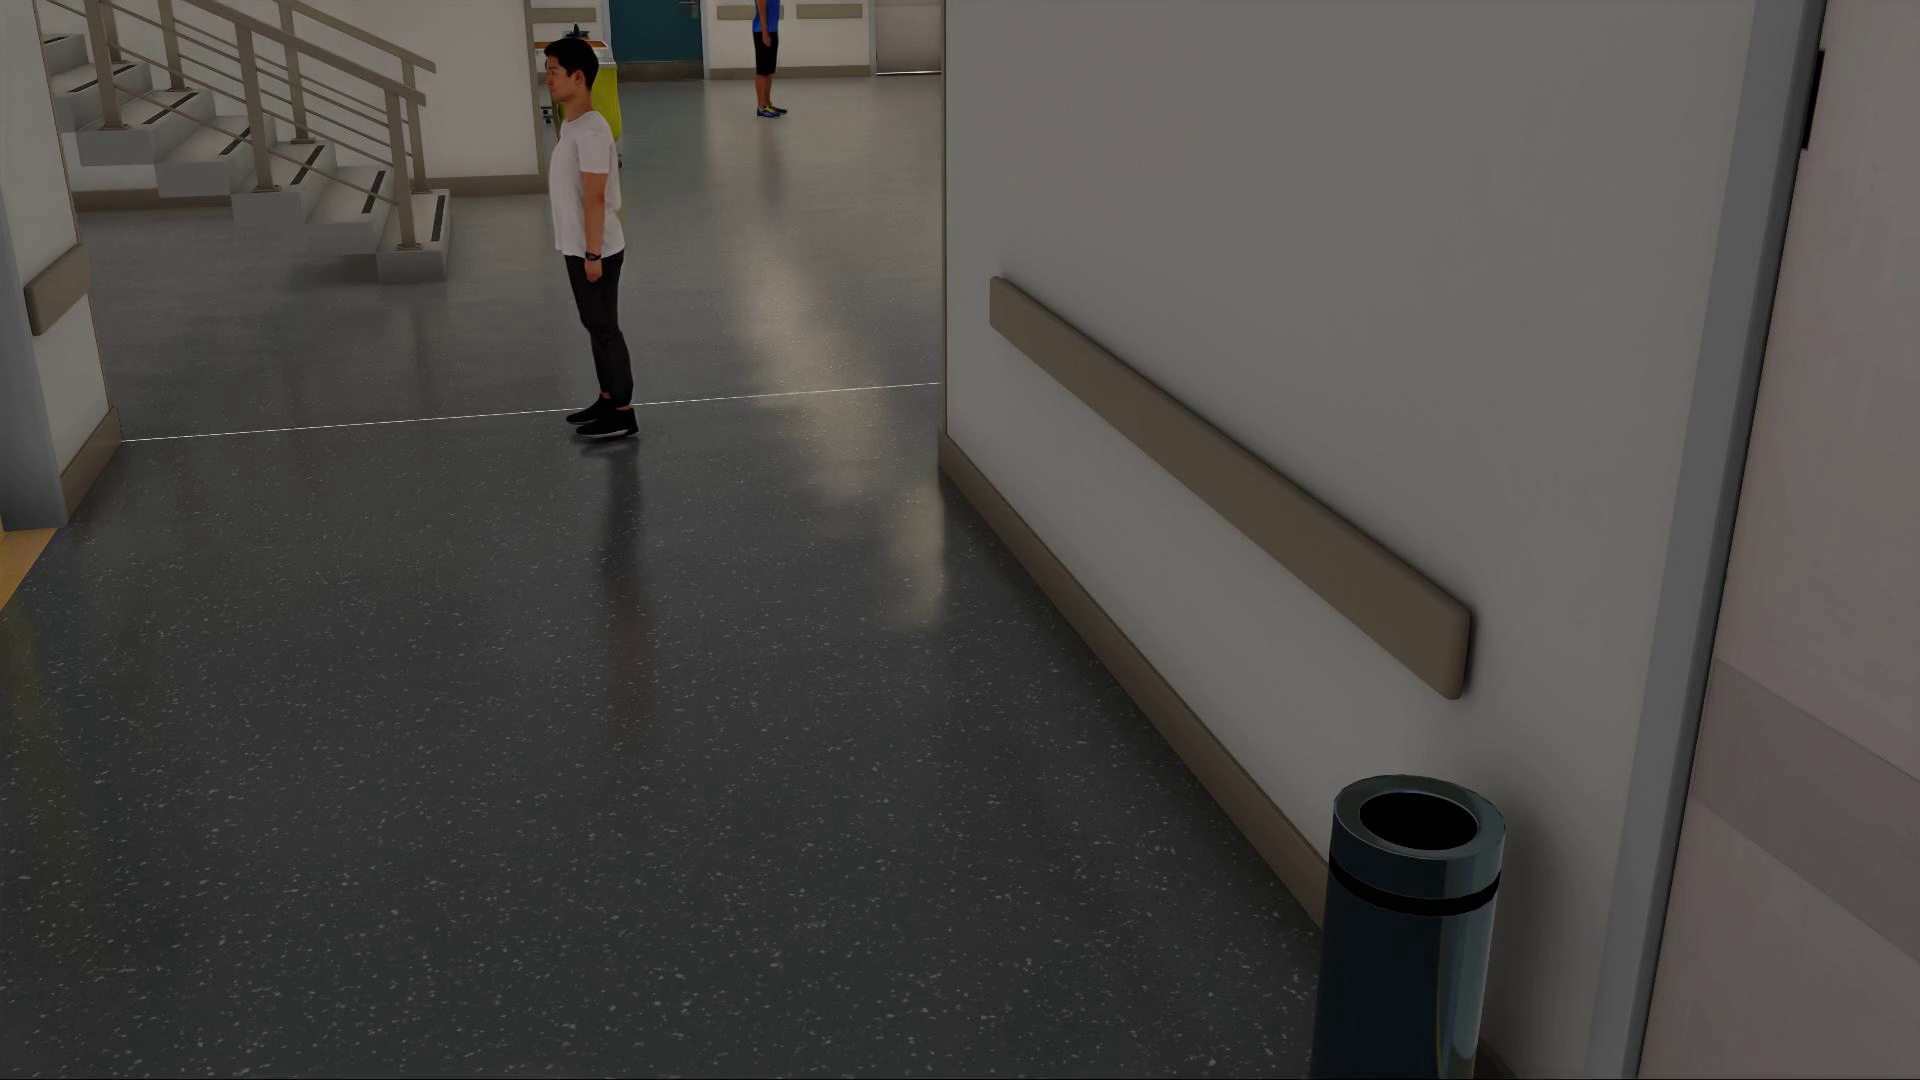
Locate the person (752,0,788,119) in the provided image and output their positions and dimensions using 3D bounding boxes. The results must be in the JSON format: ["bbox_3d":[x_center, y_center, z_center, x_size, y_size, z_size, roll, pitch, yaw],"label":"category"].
[{"bbox_3d":[-2.211,-5.776,18.902,0.708,1.867,0.699,4,21,11],"label":"person"}]

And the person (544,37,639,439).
[{"bbox_3d":[-1.610,-1.317,7.295,0.542,1.719,0.622,-7,22,-19],"label":"person"}]
